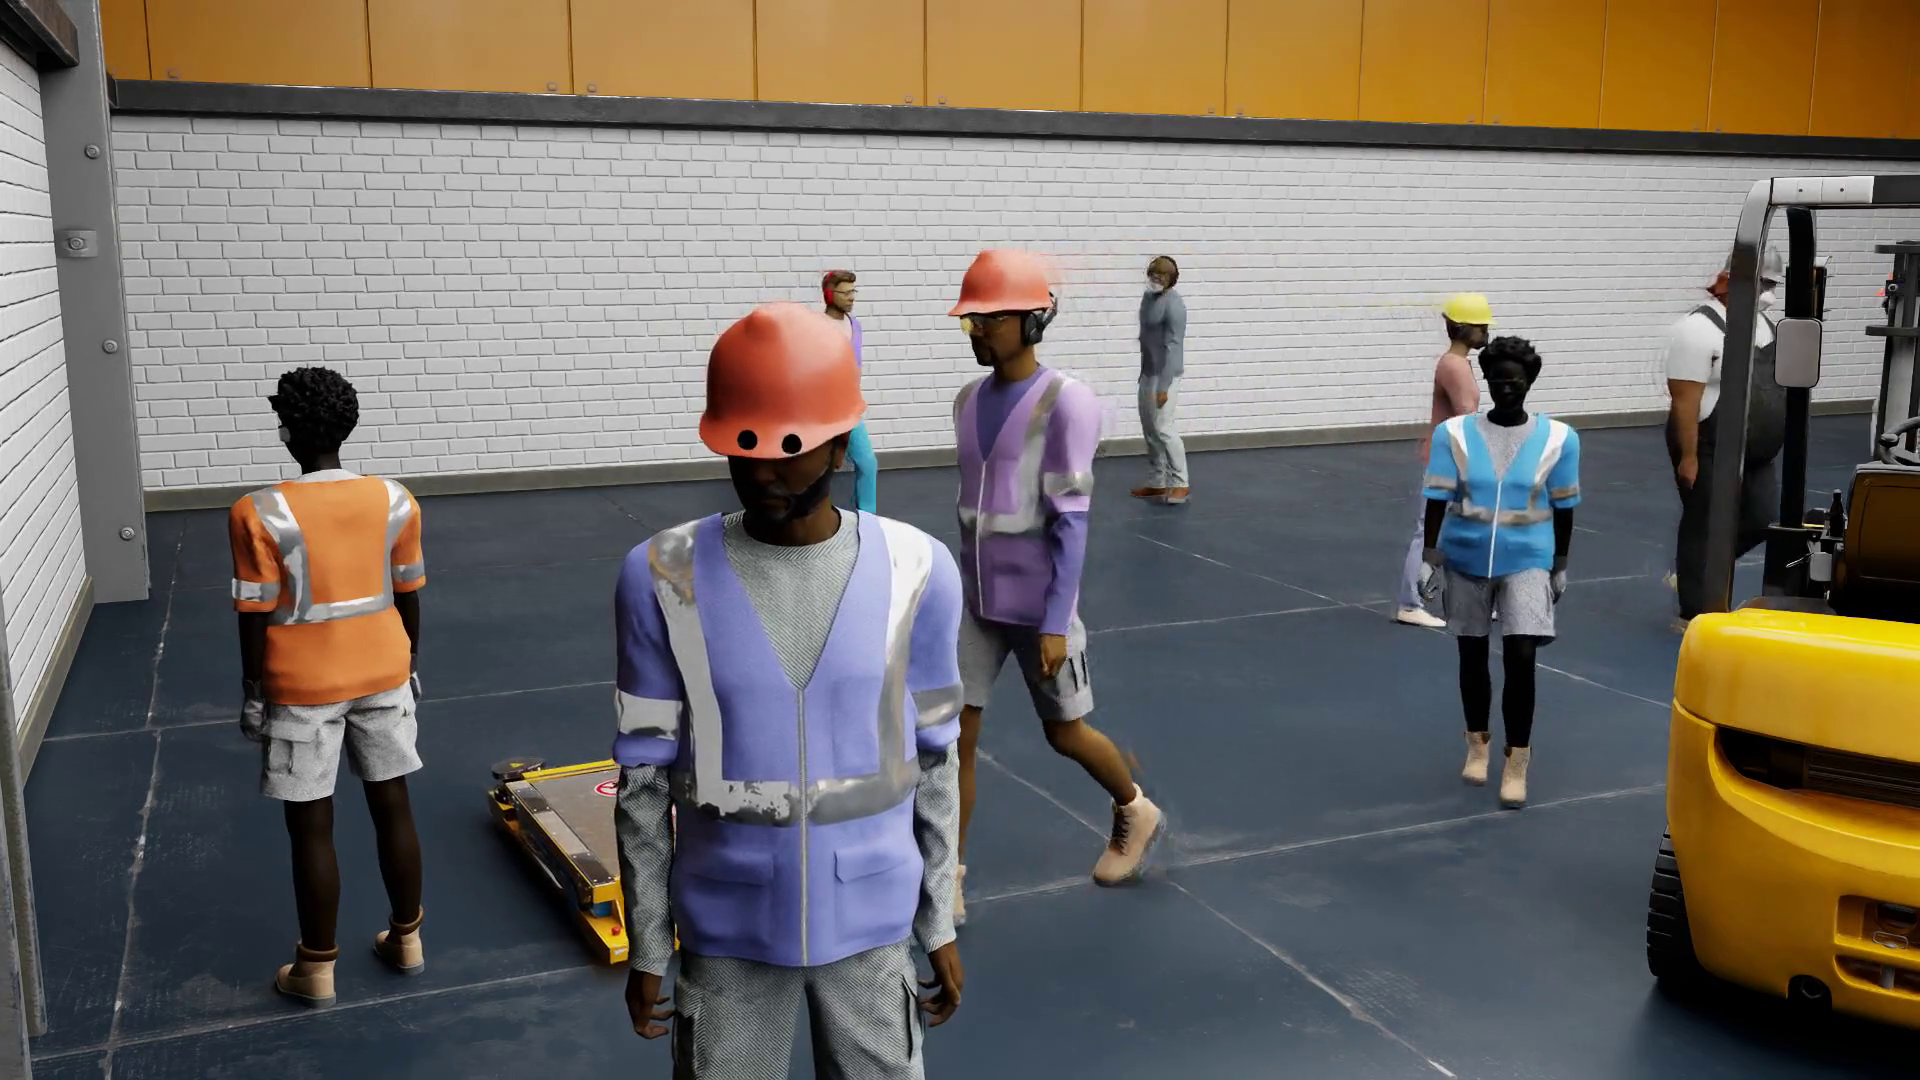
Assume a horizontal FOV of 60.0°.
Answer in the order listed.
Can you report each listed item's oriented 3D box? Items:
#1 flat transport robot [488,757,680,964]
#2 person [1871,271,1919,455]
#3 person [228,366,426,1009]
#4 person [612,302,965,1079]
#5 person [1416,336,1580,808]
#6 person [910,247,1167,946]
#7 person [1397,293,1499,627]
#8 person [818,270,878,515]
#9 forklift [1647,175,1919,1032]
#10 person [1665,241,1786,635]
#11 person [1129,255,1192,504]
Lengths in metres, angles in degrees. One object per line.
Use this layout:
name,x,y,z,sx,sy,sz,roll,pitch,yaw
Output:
flat transport robot,-1.011,0.941,5.296,0.652,0.197,1.431,-6,12,-28
person,4.853,-0.449,8.437,0.745,1.919,0.546,6,12,31
person,-1.666,0.386,4.441,0.318,1.691,0.532,9,13,40
person,-0.255,0.598,2.610,0.551,1.928,0.375,-2,10,-10
person,1.918,0.113,5.980,0.540,1.673,0.630,4,11,23
person,0.214,0.146,4.920,1.004,2.013,0.612,-9,14,-41
person,2.610,-0.390,8.586,0.686,1.742,0.536,3,11,16
person,-0.708,-0.790,10.545,0.768,1.815,0.610,6,12,31
forklift,2.810,0.094,4.662,1.214,2.155,2.313,7,12,34
person,3.844,-0.494,8.323,0.704,2.000,0.543,-6,12,-30
person,1.571,-1.223,12.774,0.385,1.899,0.704,-2,10,-11
